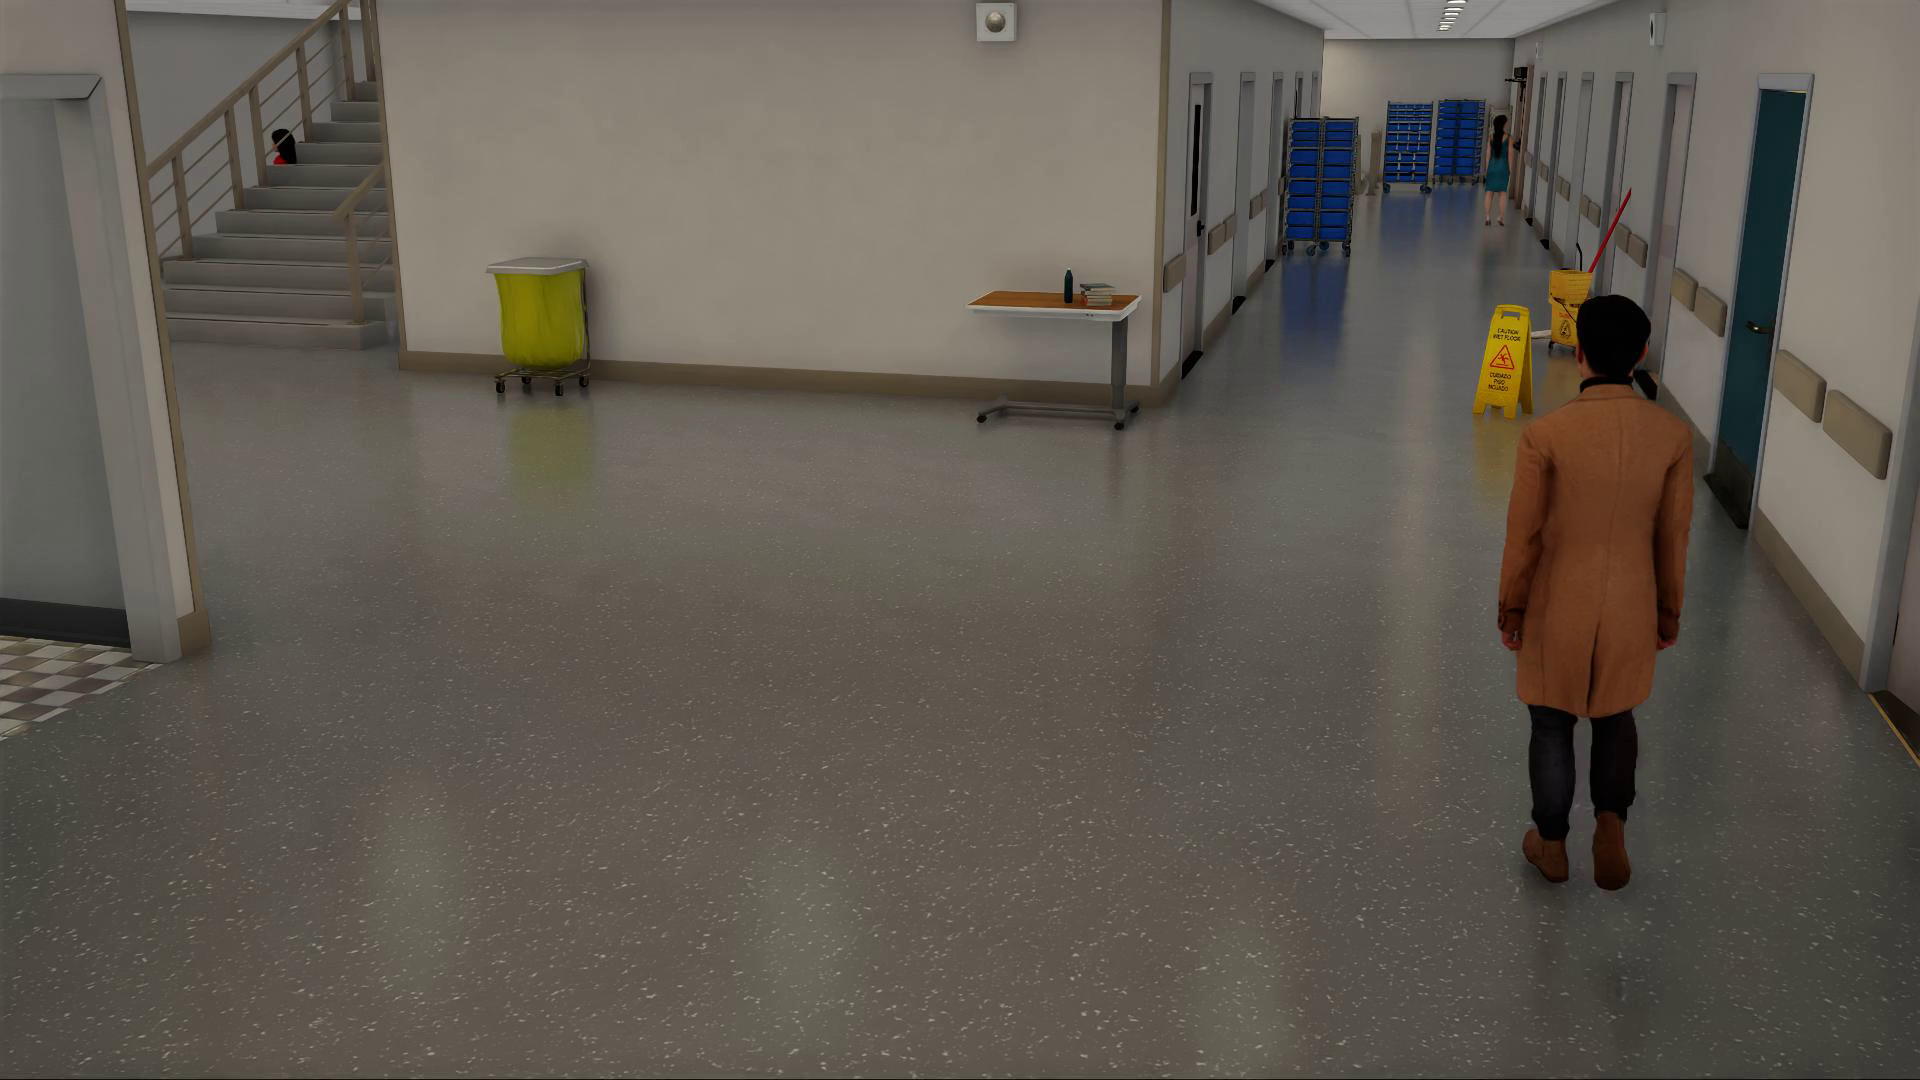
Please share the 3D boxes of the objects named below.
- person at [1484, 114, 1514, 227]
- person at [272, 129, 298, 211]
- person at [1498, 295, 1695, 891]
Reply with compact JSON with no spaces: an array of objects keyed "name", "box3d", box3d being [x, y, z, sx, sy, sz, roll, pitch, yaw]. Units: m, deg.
[{"name":"person","box3d":[8.285,-5.692,25.616,0.600,1.685,0.565,9,18,29]},{"name":"person","box3d":[-6.968,-3.397,17.361,0.714,1.747,0.594,1,16,5]},{"name":"person","box3d":[1.763,0.195,4.596,0.722,1.718,0.864,2,16,7]}]
